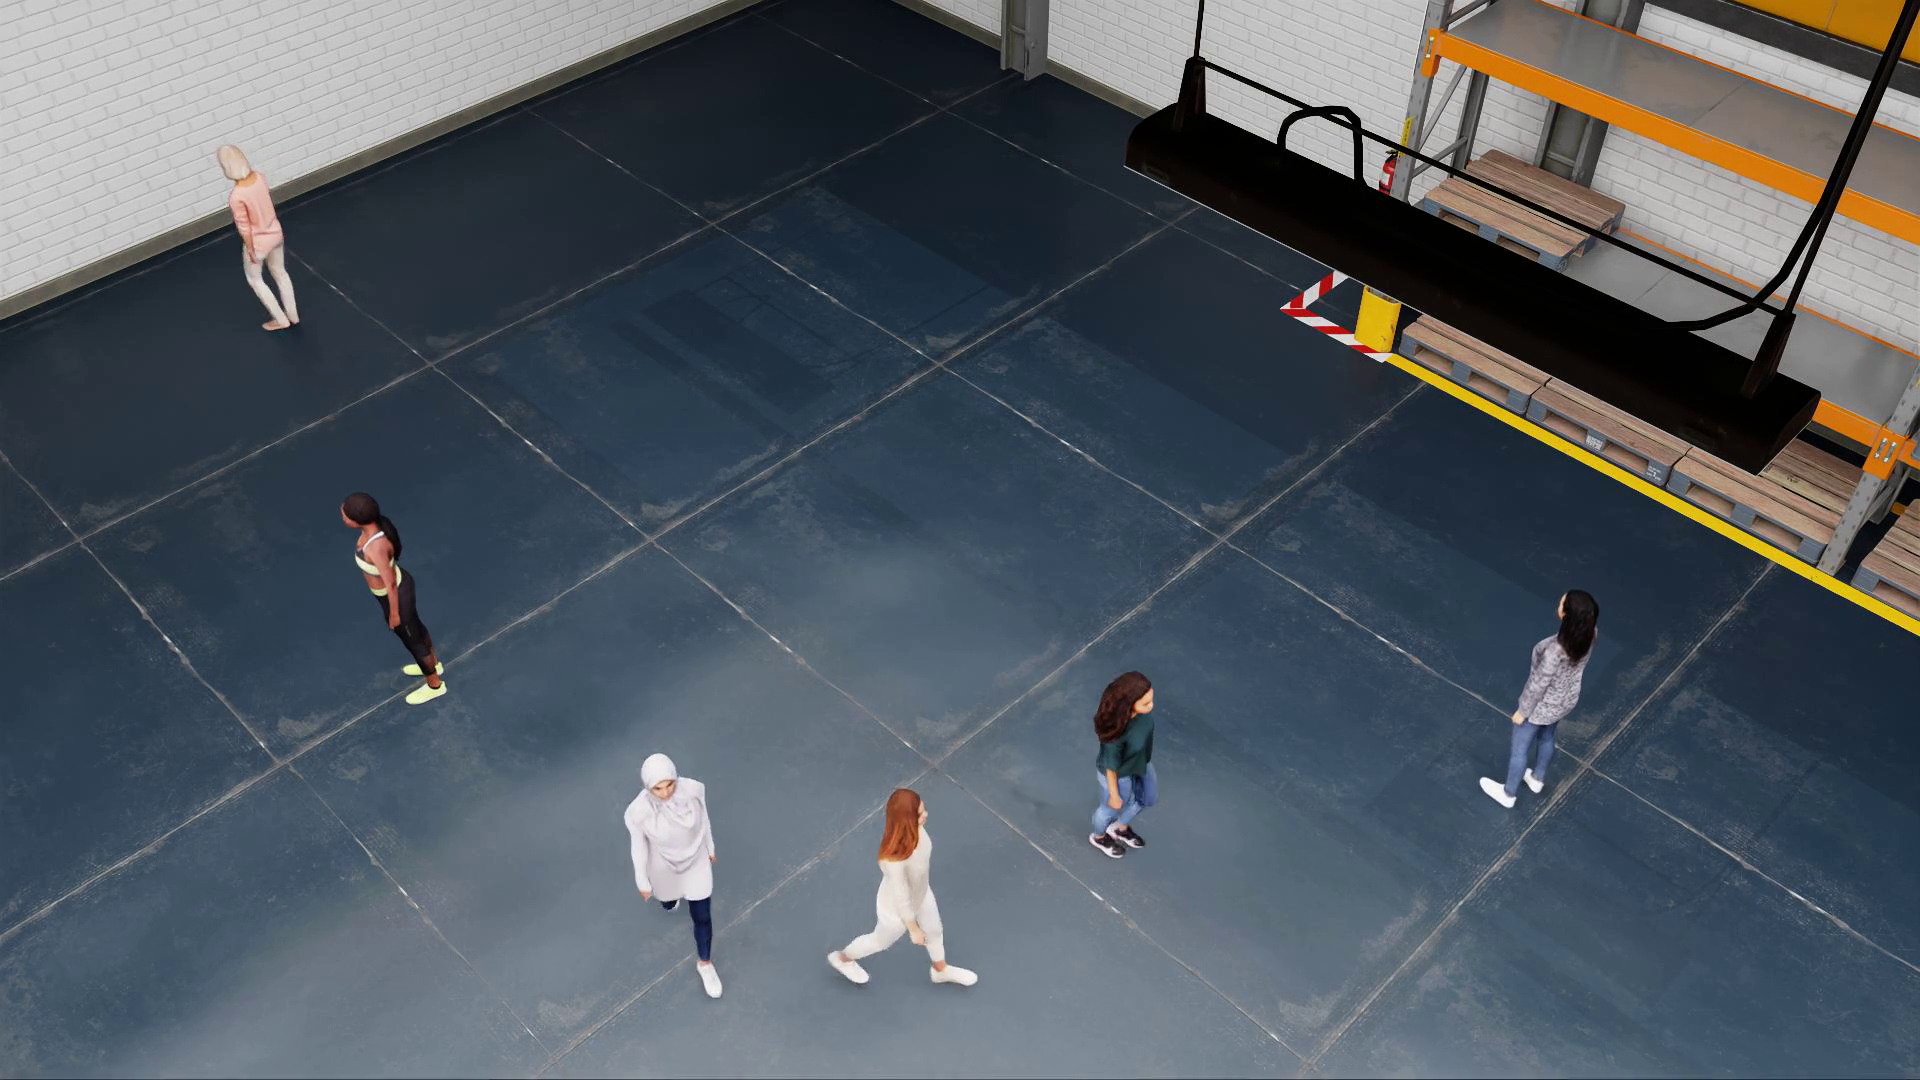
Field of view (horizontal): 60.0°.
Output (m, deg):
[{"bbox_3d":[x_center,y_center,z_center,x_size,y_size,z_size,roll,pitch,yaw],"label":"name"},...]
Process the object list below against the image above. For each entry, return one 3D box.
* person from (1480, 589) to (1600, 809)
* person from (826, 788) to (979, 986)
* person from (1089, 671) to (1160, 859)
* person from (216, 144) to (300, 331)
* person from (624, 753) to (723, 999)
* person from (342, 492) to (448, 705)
[{"bbox_3d":[3.562,0.965,10.059,0.654,1.731,0.585,-25,49,-24],"label":"person"},{"bbox_3d":[-0.400,1.947,9.059,1.165,1.689,0.956,10,45,11],"label":"person"},{"bbox_3d":[0.881,1.306,9.794,0.715,1.603,0.682,21,47,21],"label":"person"},{"bbox_3d":[-5.686,-2.480,13.684,0.724,1.719,0.709,12,45,13],"label":"person"},{"bbox_3d":[-1.594,1.746,9.225,0.874,1.751,1.160,-18,46,-18],"label":"person"},{"bbox_3d":[-3.612,0.356,10.683,0.704,1.754,0.594,-11,45,-11],"label":"person"}]
